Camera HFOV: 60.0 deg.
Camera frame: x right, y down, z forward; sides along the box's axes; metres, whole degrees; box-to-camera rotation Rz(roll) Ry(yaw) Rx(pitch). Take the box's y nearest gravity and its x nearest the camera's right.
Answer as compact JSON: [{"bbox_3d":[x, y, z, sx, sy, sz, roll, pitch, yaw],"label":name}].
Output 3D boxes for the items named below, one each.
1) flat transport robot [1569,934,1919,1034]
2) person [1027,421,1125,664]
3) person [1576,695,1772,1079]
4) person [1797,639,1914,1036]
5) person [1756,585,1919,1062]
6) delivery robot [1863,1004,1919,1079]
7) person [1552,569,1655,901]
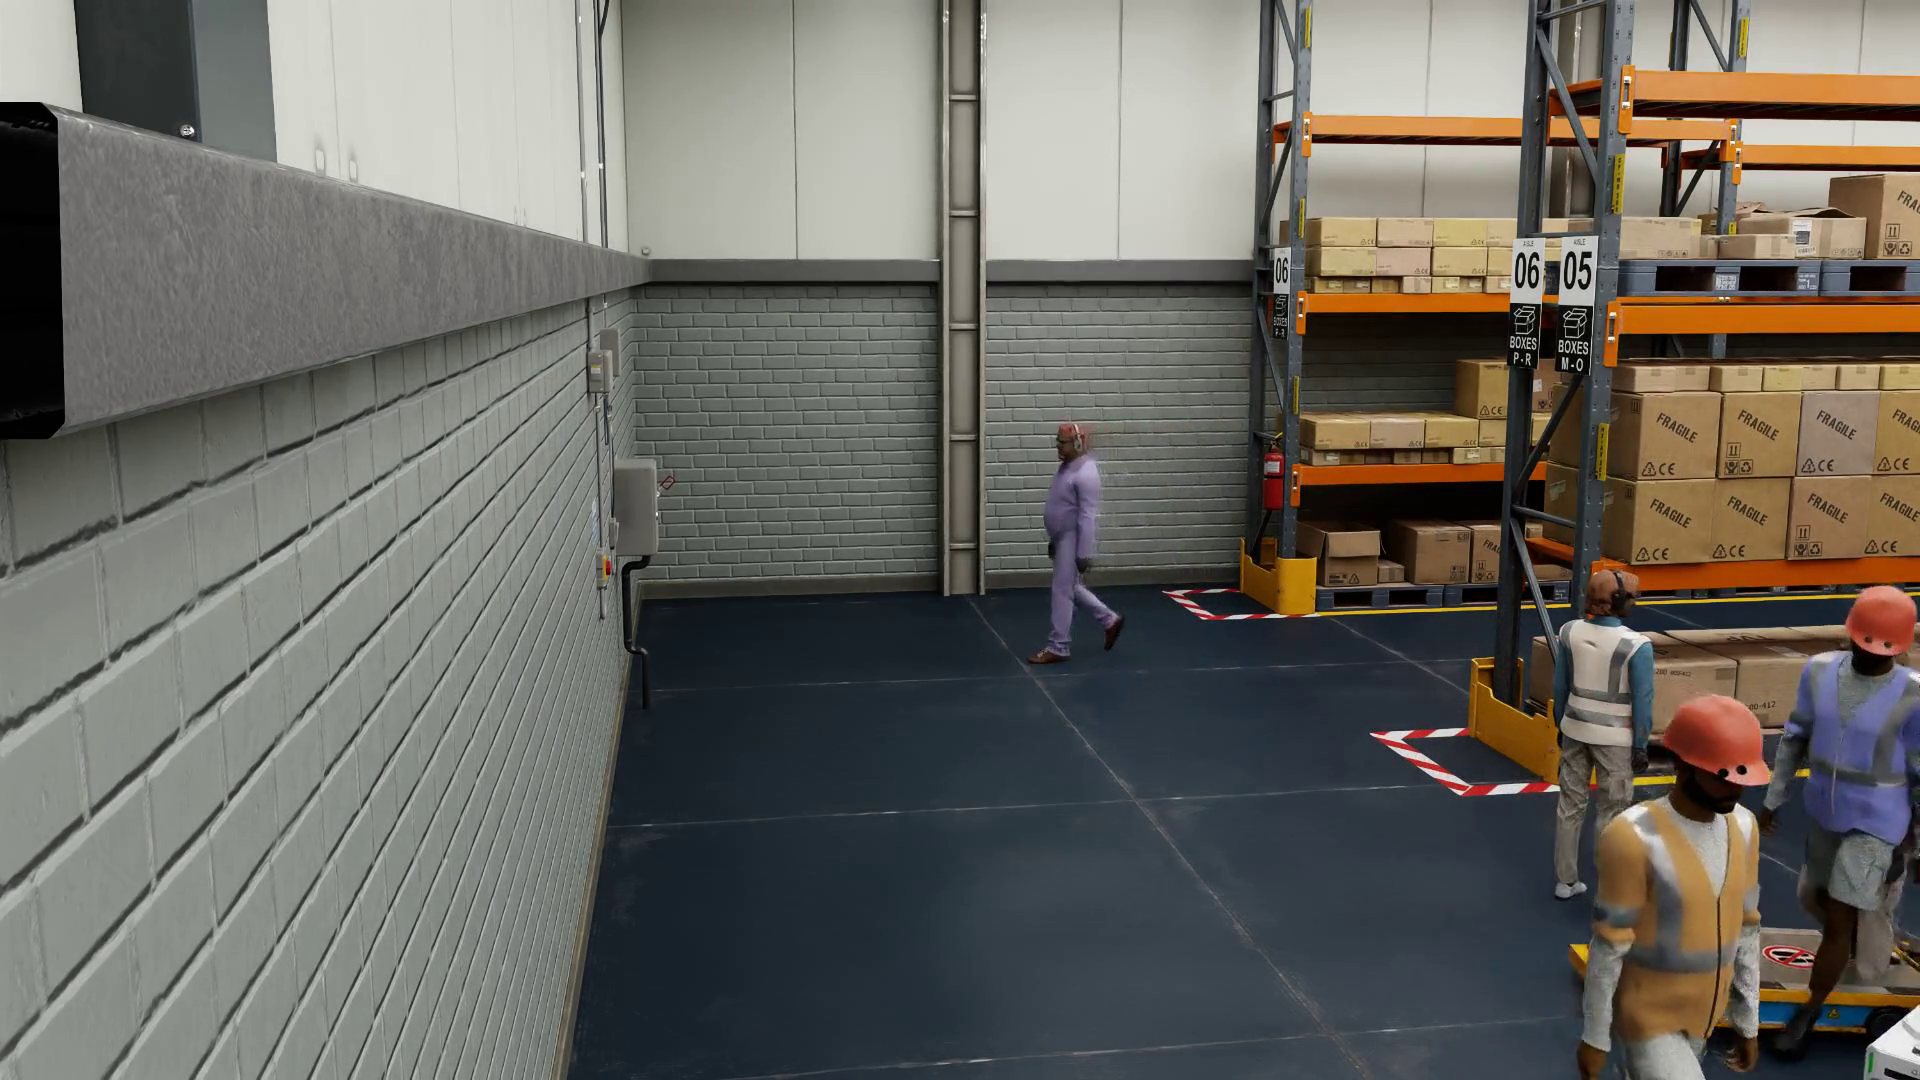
[{"bbox_3d":[3.322,1.797,6.806,1.431,0.197,0.652,2,9,2],"label":"flat transport robot"},{"bbox_3d":[0.906,0.014,12.868,0.754,1.886,0.649,-1,9,-9],"label":"person"},{"bbox_3d":[2.018,1.330,4.815,0.549,1.882,1.015,-5,10,-27],"label":"person"},{"bbox_3d":[3.609,1.156,6.606,0.405,1.623,0.558,-2,9,-9],"label":"person"},{"bbox_3d":[3.519,1.065,6.474,0.848,1.888,0.632,-5,10,-28],"label":"person"},{"bbox_3d":[3.422,1.788,5.753,0.707,0.478,0.477,-8,12,-41],"label":"delivery robot"},{"bbox_3d":[3.034,0.949,7.887,0.315,1.636,0.515,-6,11,-32],"label":"person"}]
